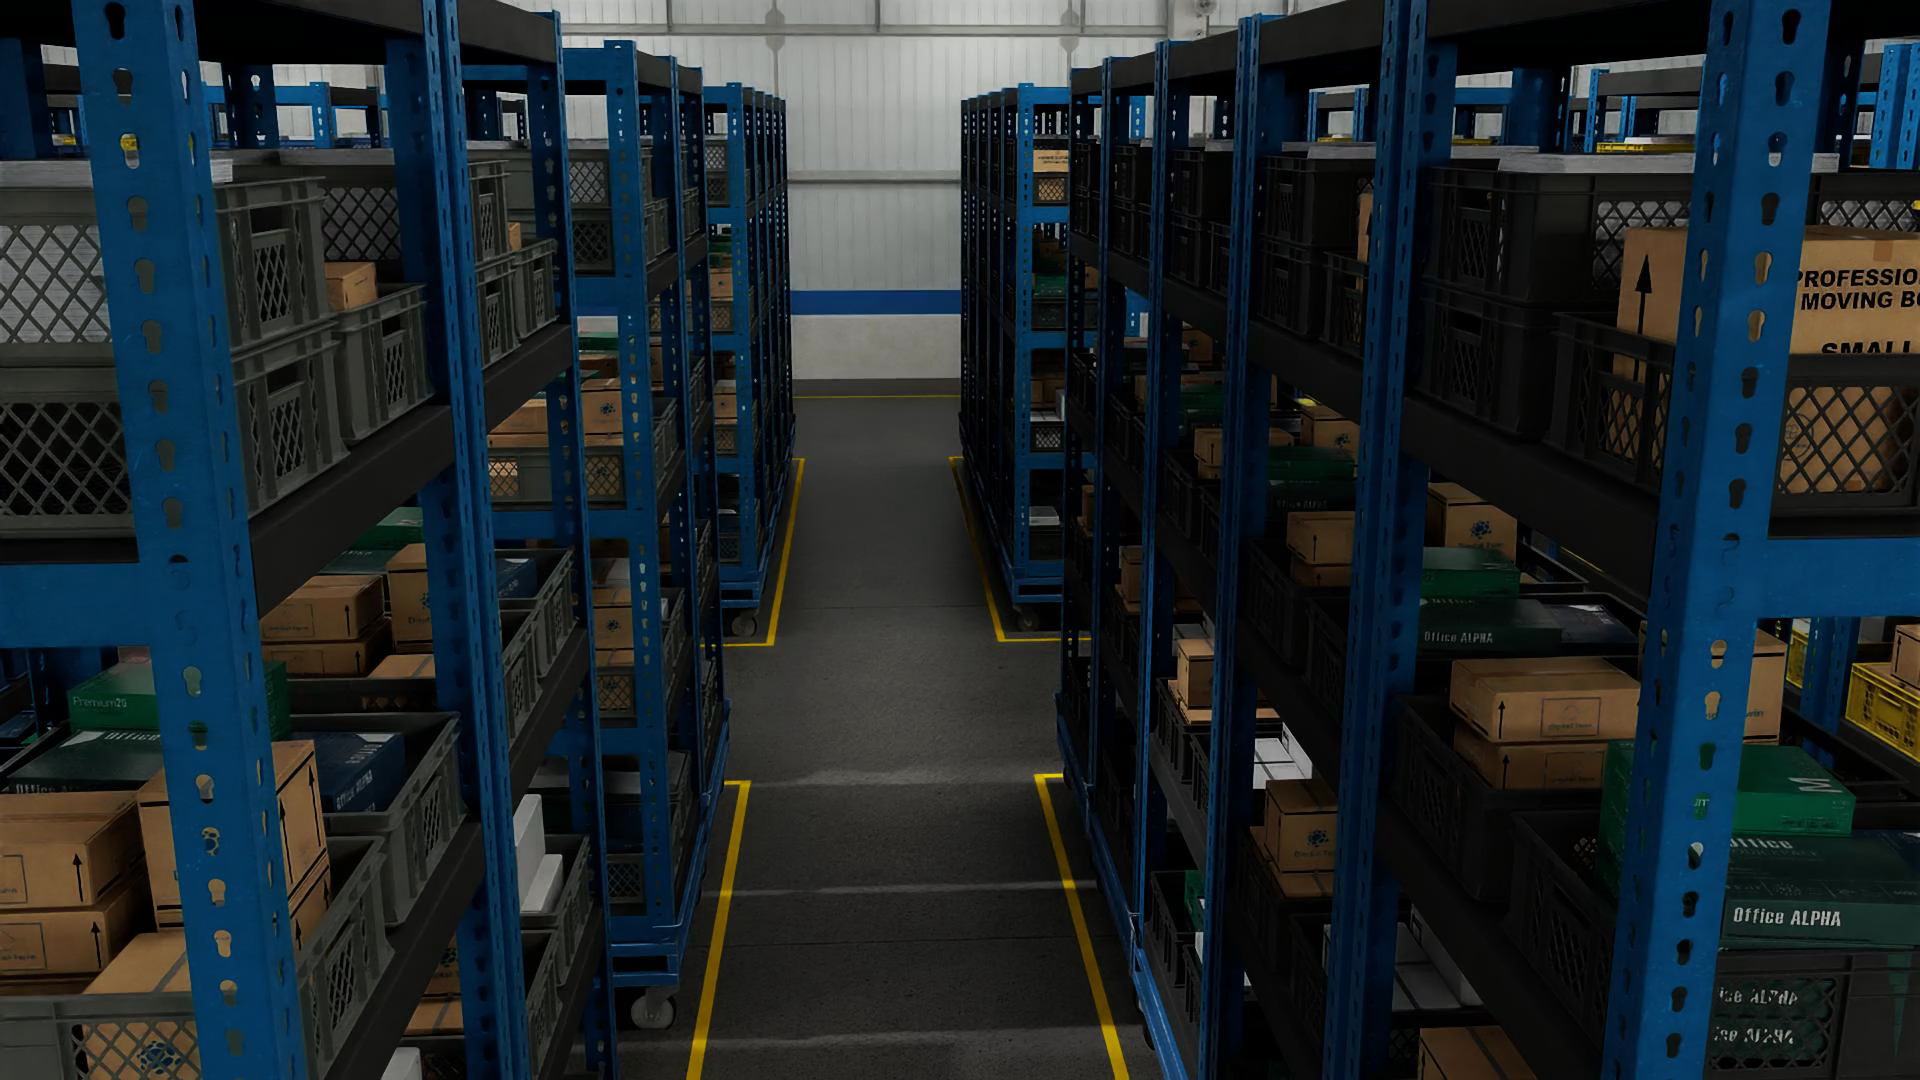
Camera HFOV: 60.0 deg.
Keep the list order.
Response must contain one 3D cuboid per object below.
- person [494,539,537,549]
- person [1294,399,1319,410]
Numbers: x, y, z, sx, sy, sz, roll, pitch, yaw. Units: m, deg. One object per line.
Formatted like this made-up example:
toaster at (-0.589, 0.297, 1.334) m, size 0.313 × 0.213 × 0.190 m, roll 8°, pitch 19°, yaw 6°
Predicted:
person at (-2.310, 0.273, 8.549) m, size 0.393 × 1.986 × 0.611 m, roll 6°, pitch 15°, yaw 23°
person at (1.945, 0.089, 9.608) m, size 0.599 × 1.830 × 0.404 m, roll -10°, pitch 17°, yaw -35°
